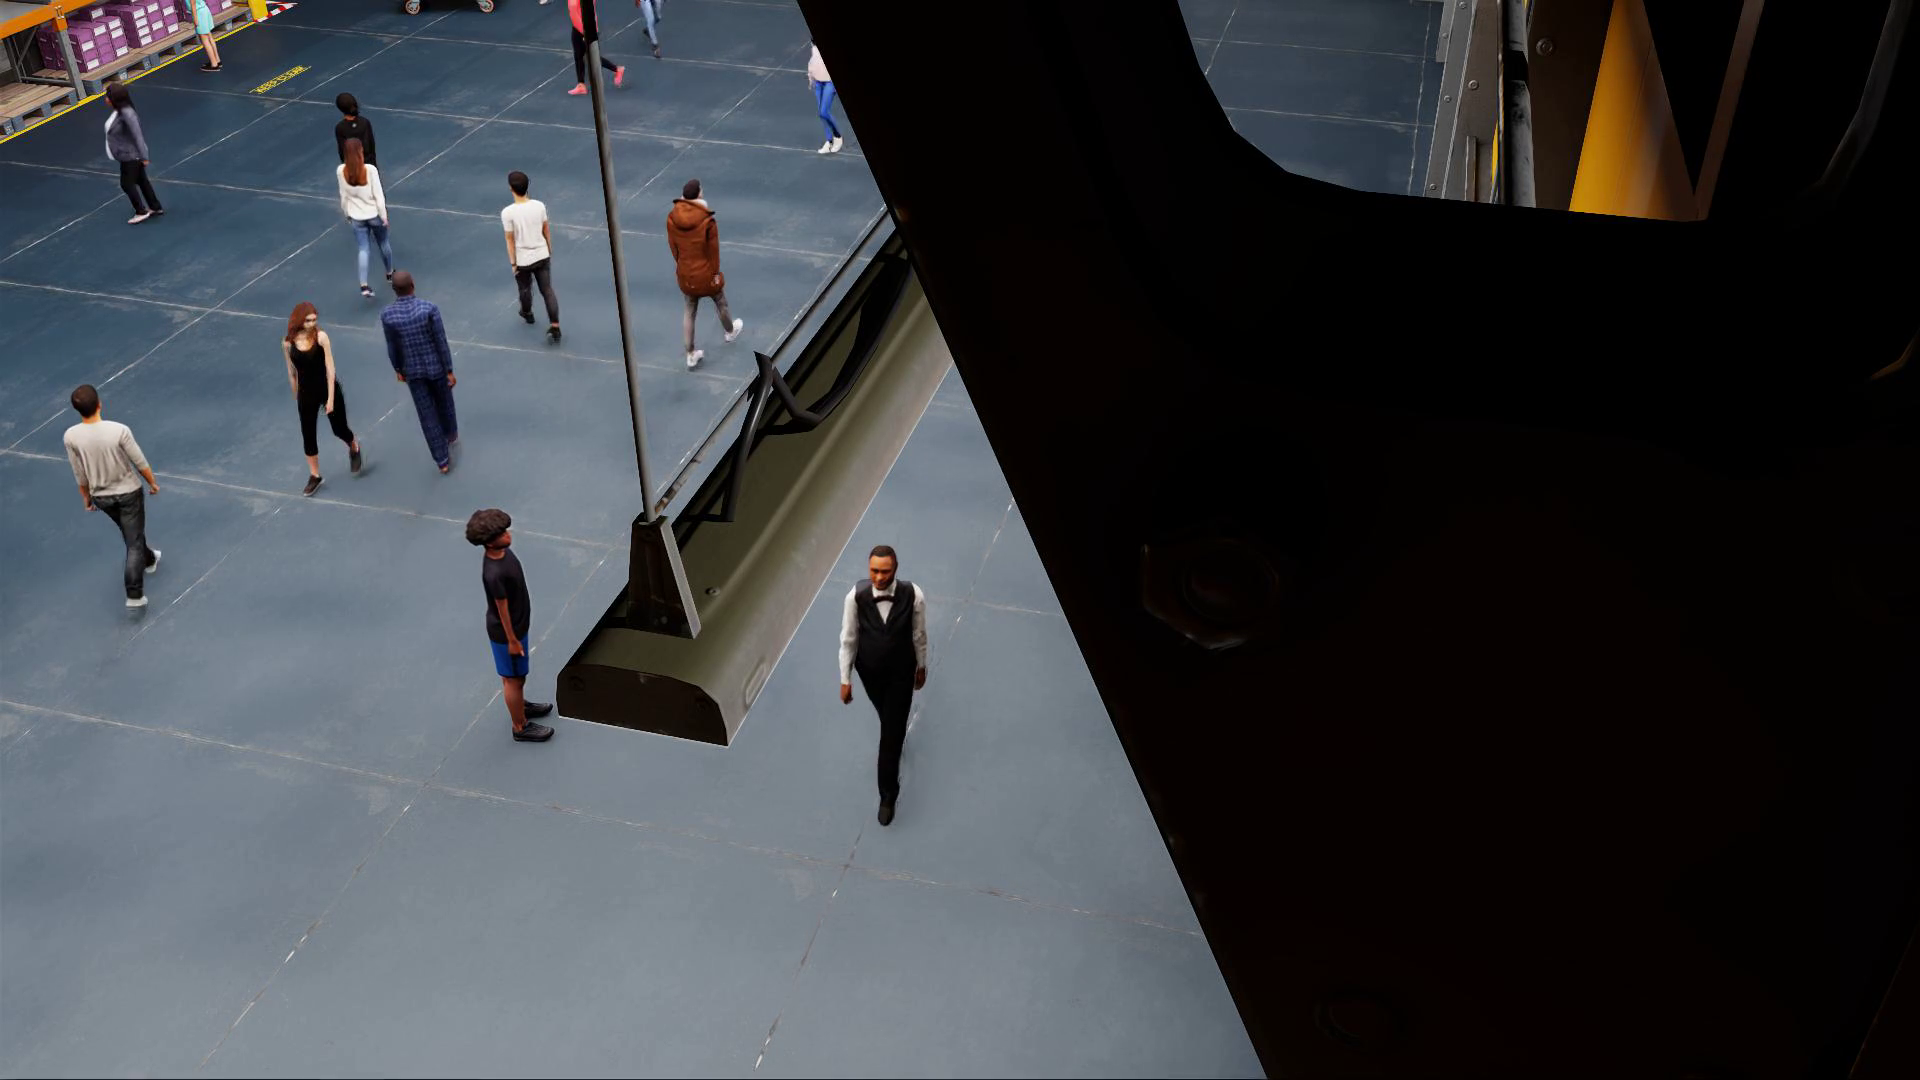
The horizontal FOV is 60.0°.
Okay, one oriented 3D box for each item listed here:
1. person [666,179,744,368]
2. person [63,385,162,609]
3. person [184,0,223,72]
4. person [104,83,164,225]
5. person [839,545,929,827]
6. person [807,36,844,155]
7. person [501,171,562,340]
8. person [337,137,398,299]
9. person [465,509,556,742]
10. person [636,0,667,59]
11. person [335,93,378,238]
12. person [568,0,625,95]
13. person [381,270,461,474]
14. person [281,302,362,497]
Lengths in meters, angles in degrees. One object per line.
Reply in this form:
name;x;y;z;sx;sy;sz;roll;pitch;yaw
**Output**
person;-2.540;-2.502;15.888;0.737;1.800;1.060;10;35;15
person;-6.398;-0.301;12.599;0.989;1.776;1.242;-5;34;-8
person;-10.759;-7.442;23.539;0.667;1.559;0.560;-2;34;-2
person;-9.381;-4.426;18.980;0.870;1.581;0.818;-20;39;-28
person;-0.473;0.795;10.868;0.874;1.866;1.349;3;34;4
person;-1.600;-5.689;20.720;0.794;1.759;0.775;-28;43;-35
person;-4.196;-2.770;16.397;1.114;1.683;1.143;-21;39;-28
person;-6.163;-3.306;17.222;0.820;1.661;1.166;-1;34;-1
person;-3.068;0.564;11.275;0.764;1.800;0.662;-7;34;-10
person;-4.528;-7.896;24.103;1.035;1.689;1.080;-24;40;-31
person;-6.605;-4.112;18.443;0.920;1.652;0.948;-21;39;-29
person;-5.023;-6.908;22.633;1.108;1.672;1.027;-18;38;-25
person;-4.600;-1.399;14.235;0.957;1.792;1.103;-7;34;-10
person;-5.371;-1.242;14.087;0.755;1.696;0.902;4;34;5
